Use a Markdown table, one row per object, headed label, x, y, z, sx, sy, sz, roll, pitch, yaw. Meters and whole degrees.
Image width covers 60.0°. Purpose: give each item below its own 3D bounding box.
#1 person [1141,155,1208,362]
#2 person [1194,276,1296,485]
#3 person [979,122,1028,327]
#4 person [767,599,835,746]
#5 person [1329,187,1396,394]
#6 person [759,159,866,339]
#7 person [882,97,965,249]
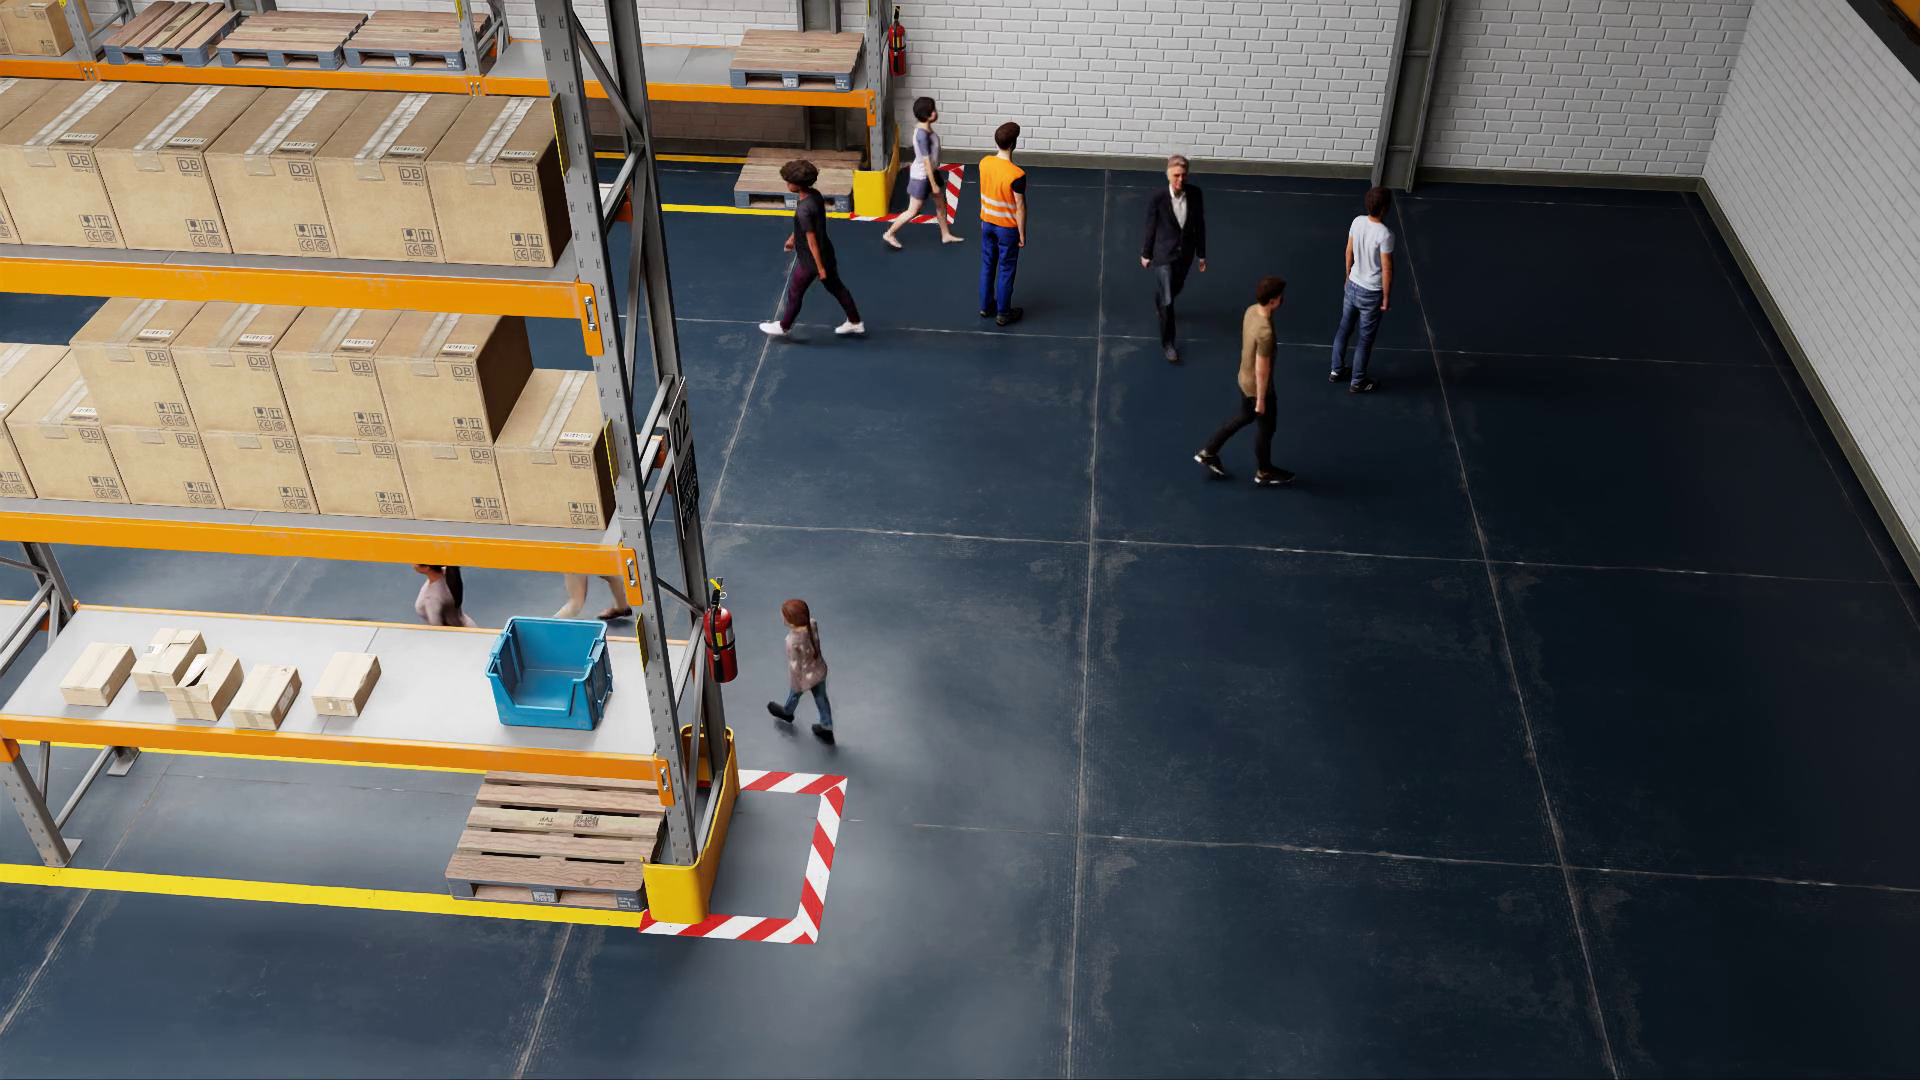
| label | x | y | z | sx | sy | sz | roll | pitch | yaw |
| --- | --- | --- | --- | --- | --- | --- | --- | --- | --- |
| person | 1.872 | -2.573 | 14.623 | 1.188 | 1.782 | 0.984 | -9 | 39 | -11 |
| person | 2.223 | -1.219 | 12.885 | 1.081 | 1.835 | 0.775 | -2 | 39 | -3 |
| person | 0.361 | -2.816 | 14.848 | 0.746 | 1.881 | 0.835 | 26 | 46 | 29 |
| person | -0.950 | 0.877 | 10.793 | 0.837 | 1.169 | 0.734 | 29 | 47 | 31 |
| person | 3.403 | -2.106 | 13.971 | 0.752 | 1.866 | 0.702 | -26 | 45 | -28 |
| person | -1.186 | -2.502 | 14.575 | 1.172 | 1.731 | 0.694 | 6 | 39 | 8 |
| person | -0.407 | -3.486 | 15.967 | 1.009 | 1.531 | 0.568 | 2 | 39 | 3 |
